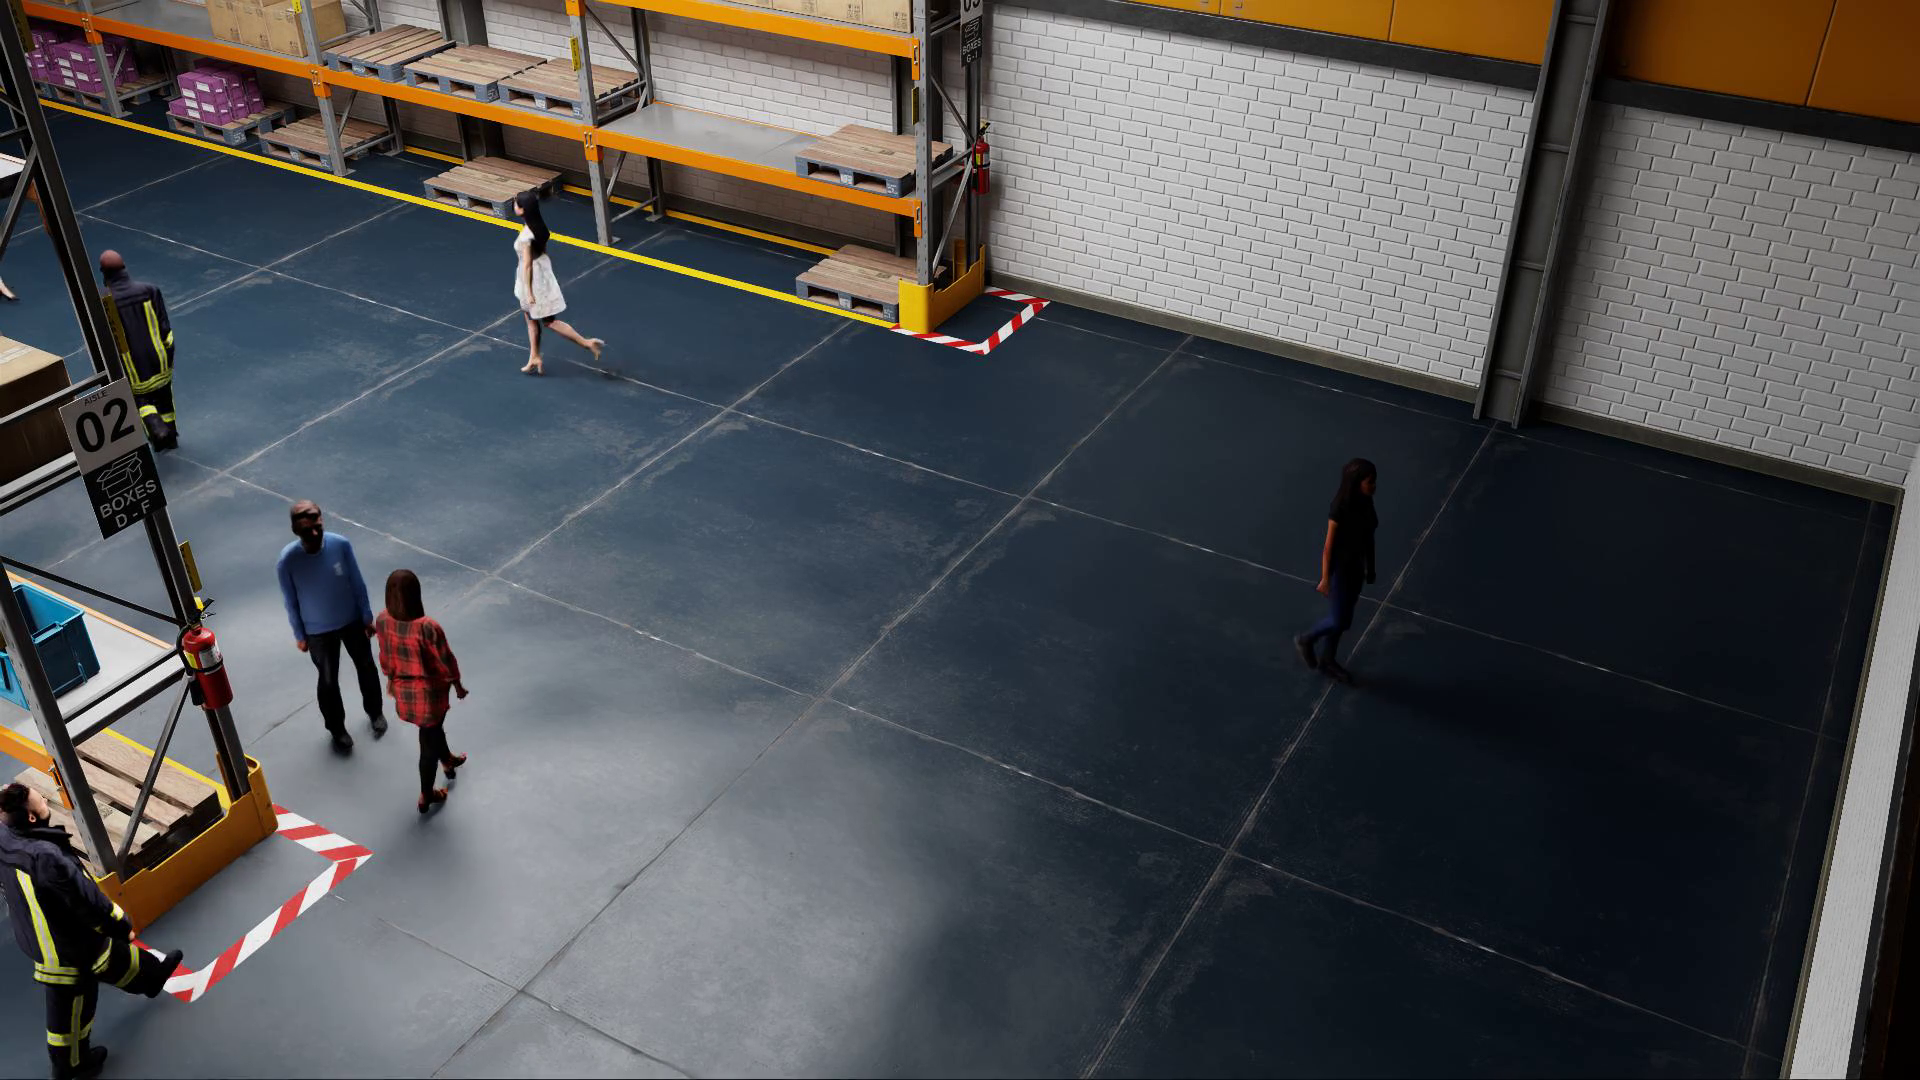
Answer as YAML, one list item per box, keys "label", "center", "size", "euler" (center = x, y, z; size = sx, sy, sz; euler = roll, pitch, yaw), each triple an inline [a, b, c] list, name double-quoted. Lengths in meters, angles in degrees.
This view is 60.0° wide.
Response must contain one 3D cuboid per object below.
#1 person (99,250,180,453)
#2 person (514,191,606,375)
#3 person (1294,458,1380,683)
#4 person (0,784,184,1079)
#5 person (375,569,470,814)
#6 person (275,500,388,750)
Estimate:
- label: "person"
  center: [-6.743, -1.524, 13.715]
  size: [0.943, 1.810, 1.063]
  euler: [-22, 40, -30]
- label: "person"
  center: [-3.687, -2.252, 14.863]
  size: [1.139, 1.751, 0.864]
  euler: [4, 34, 6]
- label: "person"
  center: [2.520, 0.176, 11.232]
  size: [0.730, 1.728, 0.638]
  euler: [28, 43, 35]
- label: "person"
  center: [-4.608, 1.993, 8.410]
  size: [1.061, 1.825, 0.874]
  euler: [20, 39, 28]
- label: "person"
  center: [-3.310, 0.969, 10.086]
  size: [0.764, 1.676, 0.778]
  euler: [11, 35, 16]
- label: "person"
  center: [-4.032, 0.489, 10.686]
  size: [0.733, 1.810, 0.722]
  euler: [-24, 40, -31]
